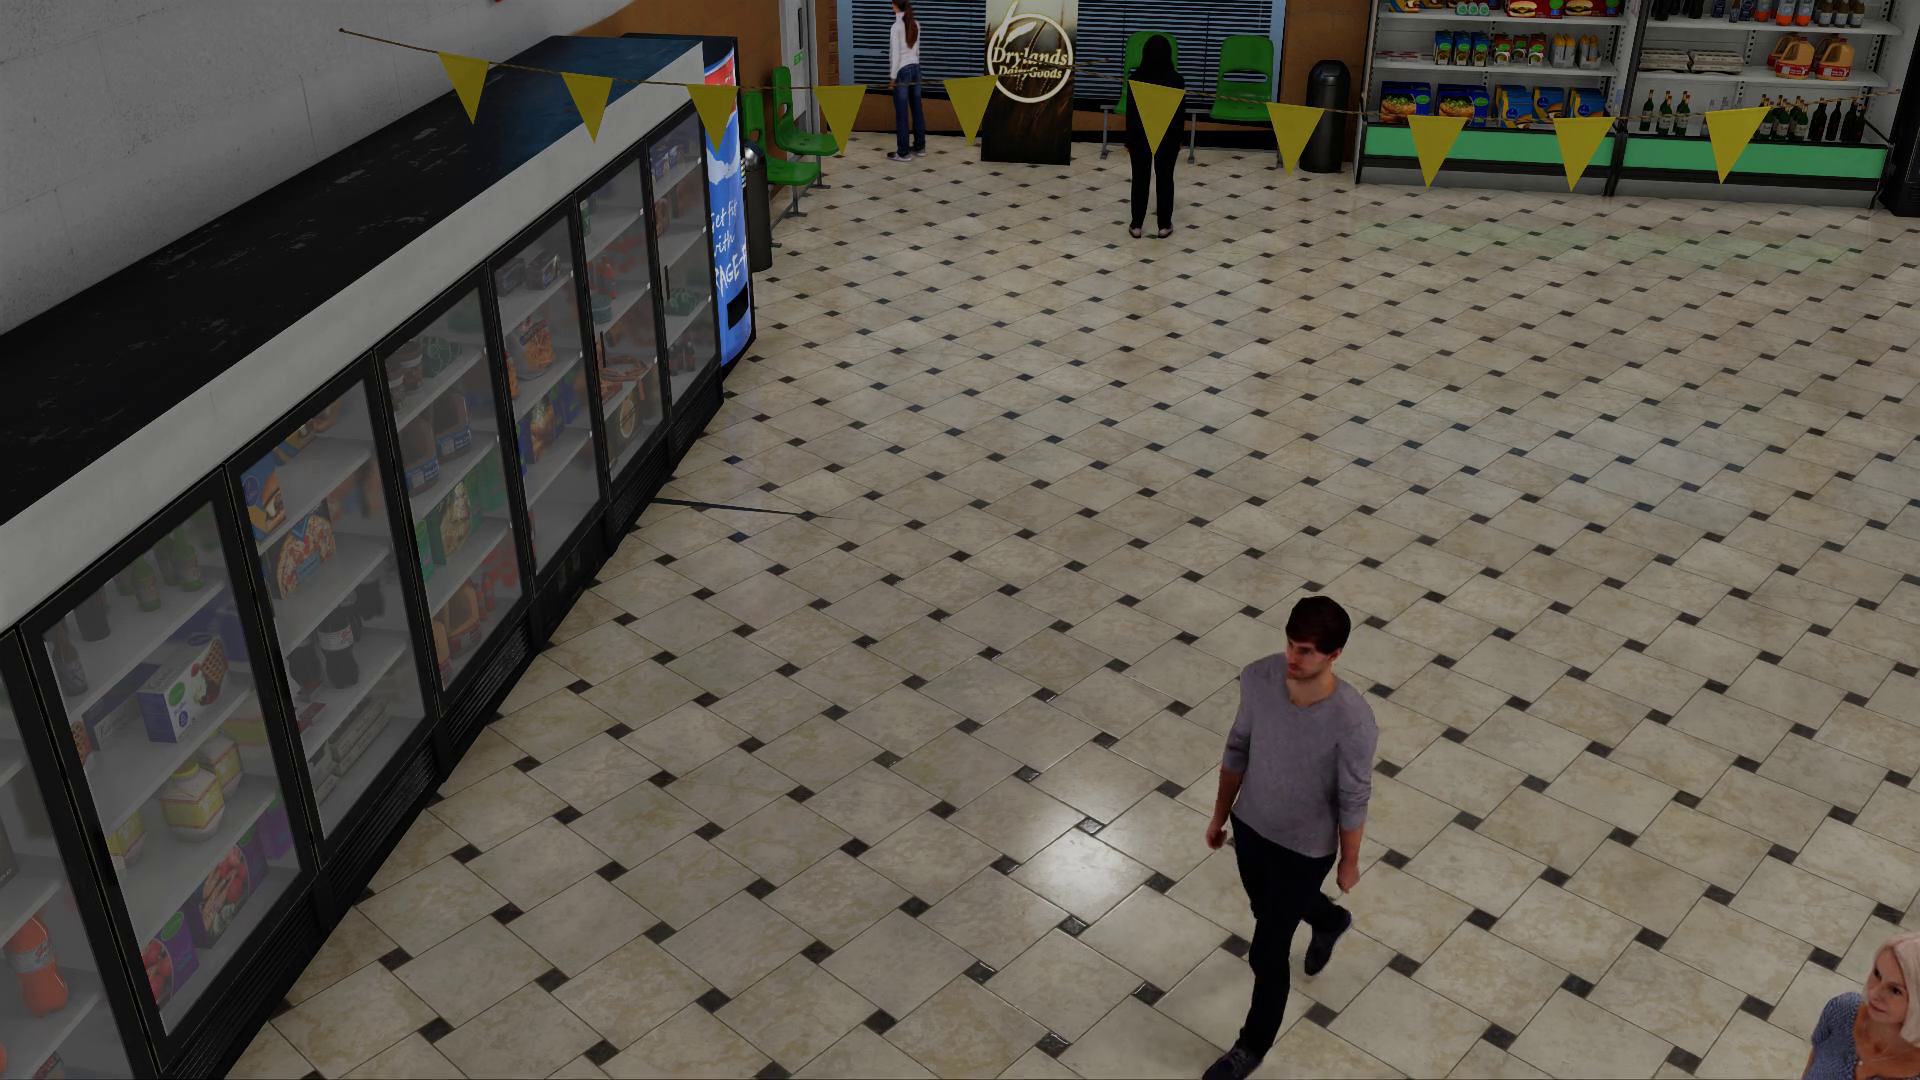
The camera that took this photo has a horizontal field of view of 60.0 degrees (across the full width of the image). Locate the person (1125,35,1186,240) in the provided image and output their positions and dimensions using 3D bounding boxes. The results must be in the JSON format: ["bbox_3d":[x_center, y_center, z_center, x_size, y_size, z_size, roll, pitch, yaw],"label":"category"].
[{"bbox_3d":[1.566,-3.245,13.425,0.573,1.617,0.710,2,29,4],"label":"person"}]

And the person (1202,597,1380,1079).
[{"bbox_3d":[1.147,0.946,5.542,1.174,1.814,1.128,-19,34,-31],"label":"person"}]

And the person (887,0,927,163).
[{"bbox_3d":[-0.502,-4.329,15.474,0.648,1.556,0.617,24,36,36],"label":"person"}]
